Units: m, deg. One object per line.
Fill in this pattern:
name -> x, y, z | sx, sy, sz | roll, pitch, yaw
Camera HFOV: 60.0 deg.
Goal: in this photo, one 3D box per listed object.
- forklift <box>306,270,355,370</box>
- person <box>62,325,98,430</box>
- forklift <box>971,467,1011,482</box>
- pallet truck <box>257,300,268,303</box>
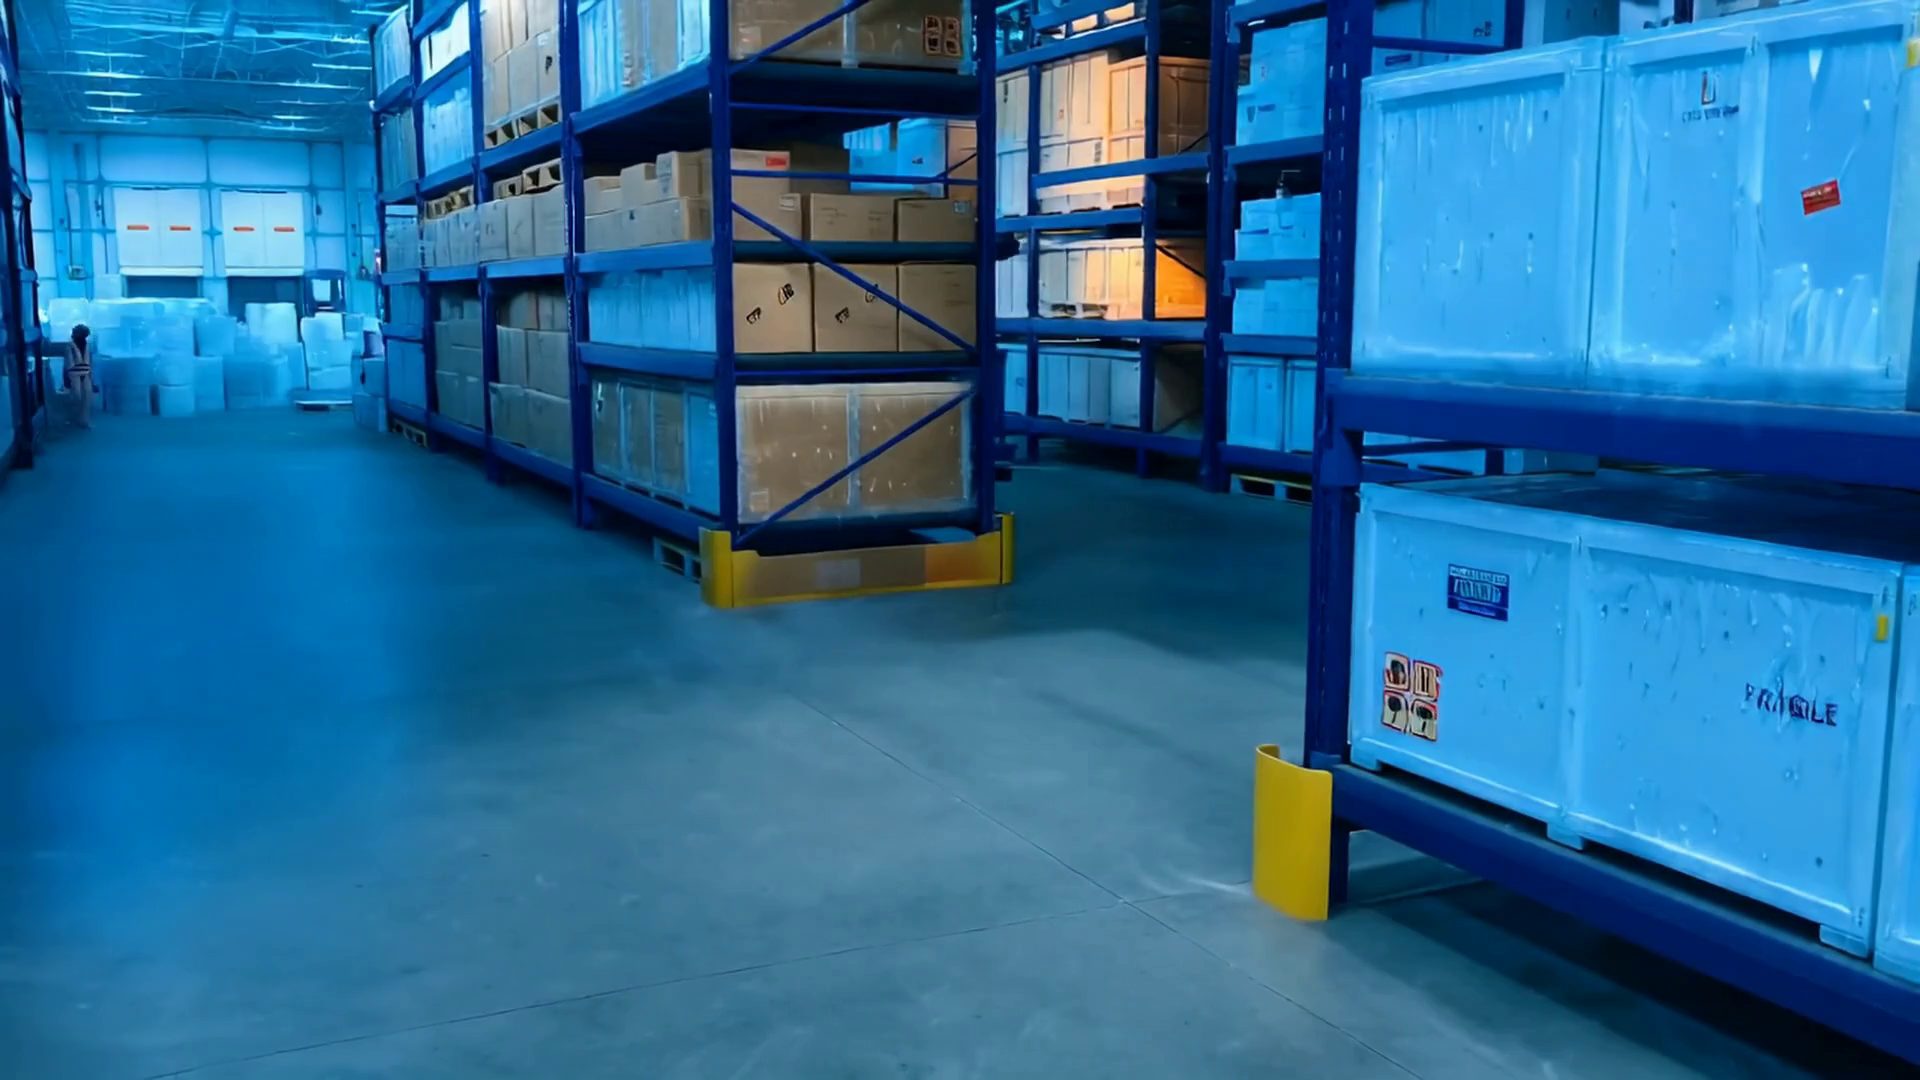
forklift -> -17.916, -6.195, 46.810 | 1.129, 2.768, 1.873 | -5, 10, -33
person -> -13.528, -2.490, 25.574 | 0.388, 1.621, 0.527 | 5, 10, 30
forklift -> -0.507, -2.029, 18.077 | 1.873, 2.768, 1.129 | 8, 11, 42
pallet truck -> -23.913, -7.404, 58.171 | 1.885, 1.965, 0.823 | -1, 8, -9
